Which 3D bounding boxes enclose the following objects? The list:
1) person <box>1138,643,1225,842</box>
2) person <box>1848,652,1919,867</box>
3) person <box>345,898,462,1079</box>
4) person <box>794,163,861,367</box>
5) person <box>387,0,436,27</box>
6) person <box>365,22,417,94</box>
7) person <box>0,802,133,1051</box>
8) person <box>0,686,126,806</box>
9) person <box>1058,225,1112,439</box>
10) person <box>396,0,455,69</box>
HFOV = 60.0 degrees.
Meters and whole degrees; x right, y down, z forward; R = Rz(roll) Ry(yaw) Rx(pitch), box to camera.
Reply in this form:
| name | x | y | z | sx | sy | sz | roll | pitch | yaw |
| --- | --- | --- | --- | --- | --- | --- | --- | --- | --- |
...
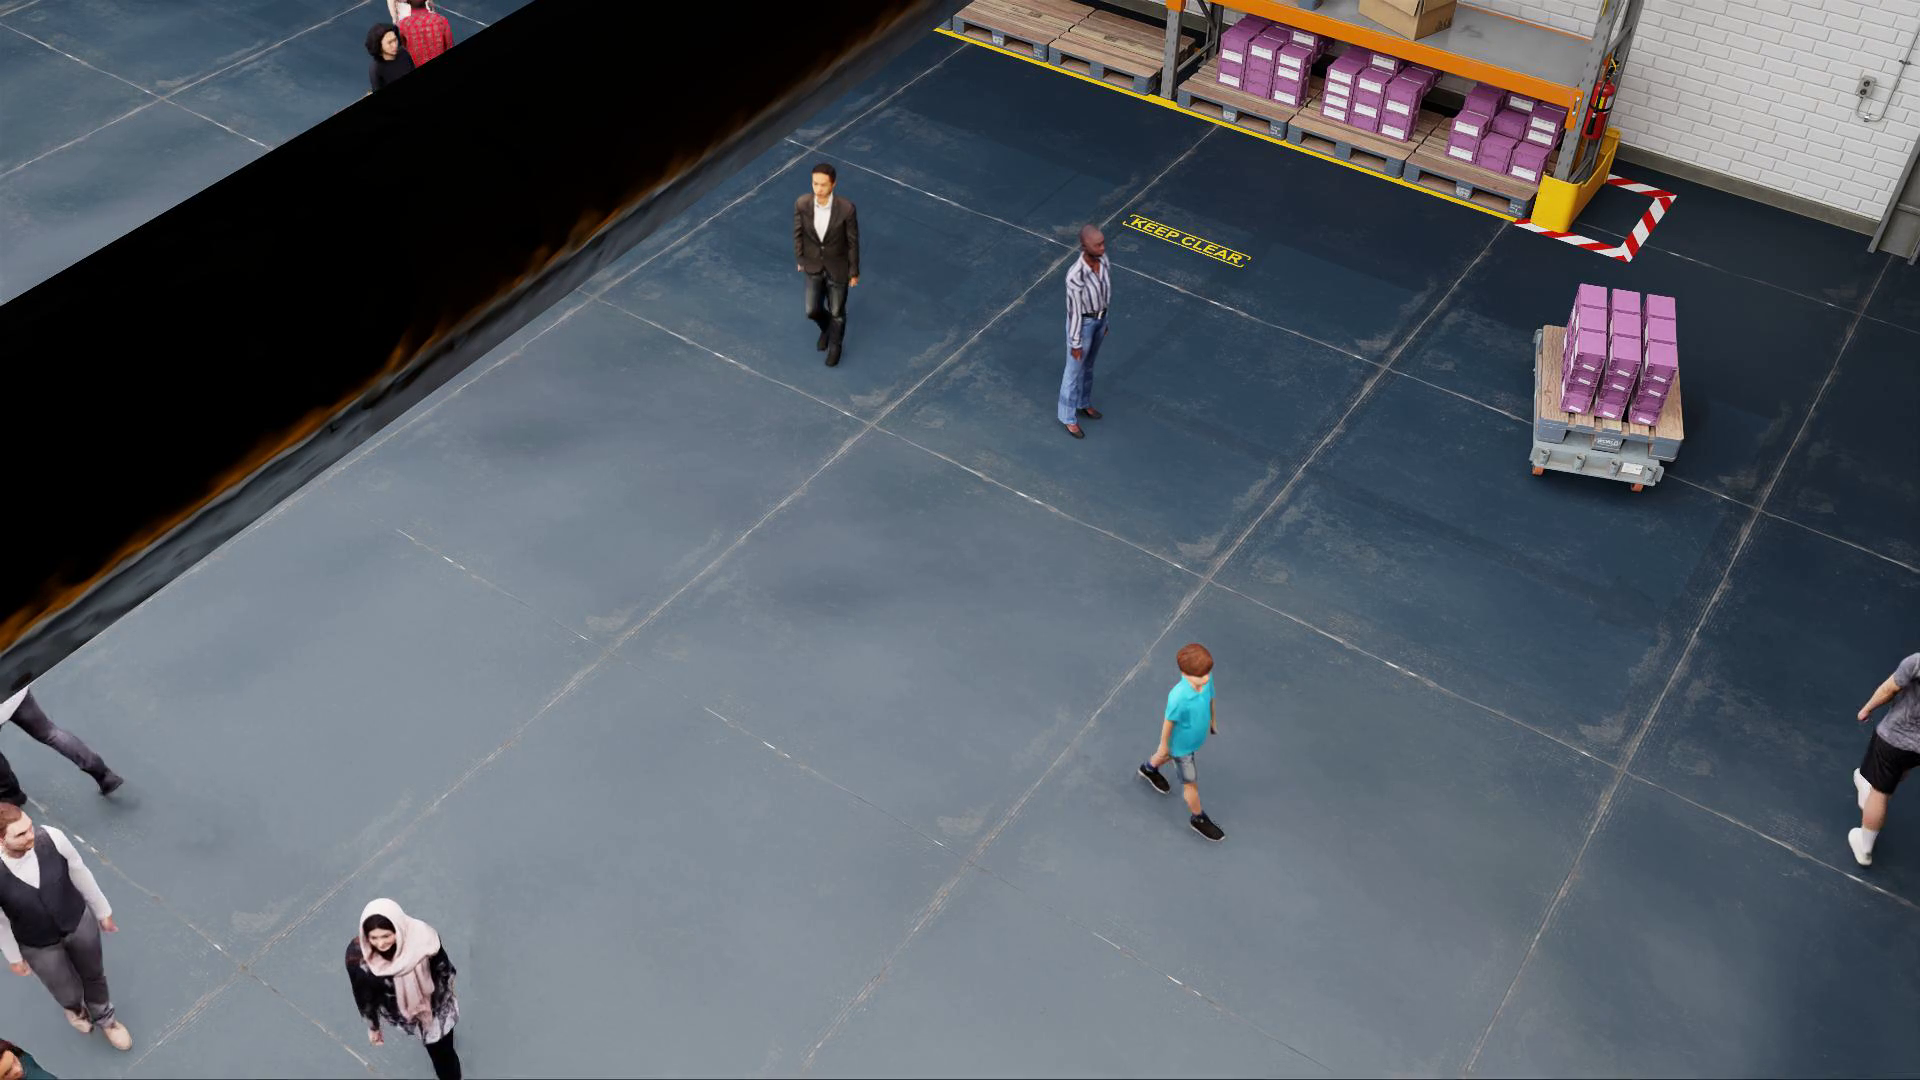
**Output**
| name | x | y | z | sx | sy | sz | roll | pitch | yaw |
| --- | --- | --- | --- | --- | --- | --- | --- | --- | --- |
| person | 1.300 | 1.113 | 9.931 | 0.965 | 1.414 | 0.619 | 34 | 53 | 30 |
| person | 5.497 | 1.189 | 9.531 | 1.032 | 1.855 | 0.994 | 8 | 44 | 8 |
| person | -2.821 | 2.277 | 8.570 | 0.999 | 1.605 | 1.066 | -7 | 44 | -7 |
| person | -1.024 | -2.223 | 13.158 | 0.762 | 1.793 | 0.872 | 8 | 44 | 8 |
| person | -5.266 | -5.049 | 16.181 | 0.757 | 1.714 | 0.907 | -27 | 50 | -25 |
| person | -4.970 | -3.772 | 14.774 | 1.020 | 1.807 | 0.736 | 20 | 47 | 20 |
| person | -4.760 | 1.972 | 8.661 | 0.711 | 1.922 | 0.708 | 32 | 52 | 29 |
| person | -5.593 | 0.971 | 9.791 | 1.267 | 1.813 | 0.943 | 11 | 45 | 11 |
| person | 0.939 | -1.588 | 12.489 | 0.512 | 1.795 | 0.622 | 25 | 49 | 24 |
| person | -4.786 | -4.139 | 15.163 | 1.010 | 1.800 | 1.201 | -17 | 46 | -17 |
